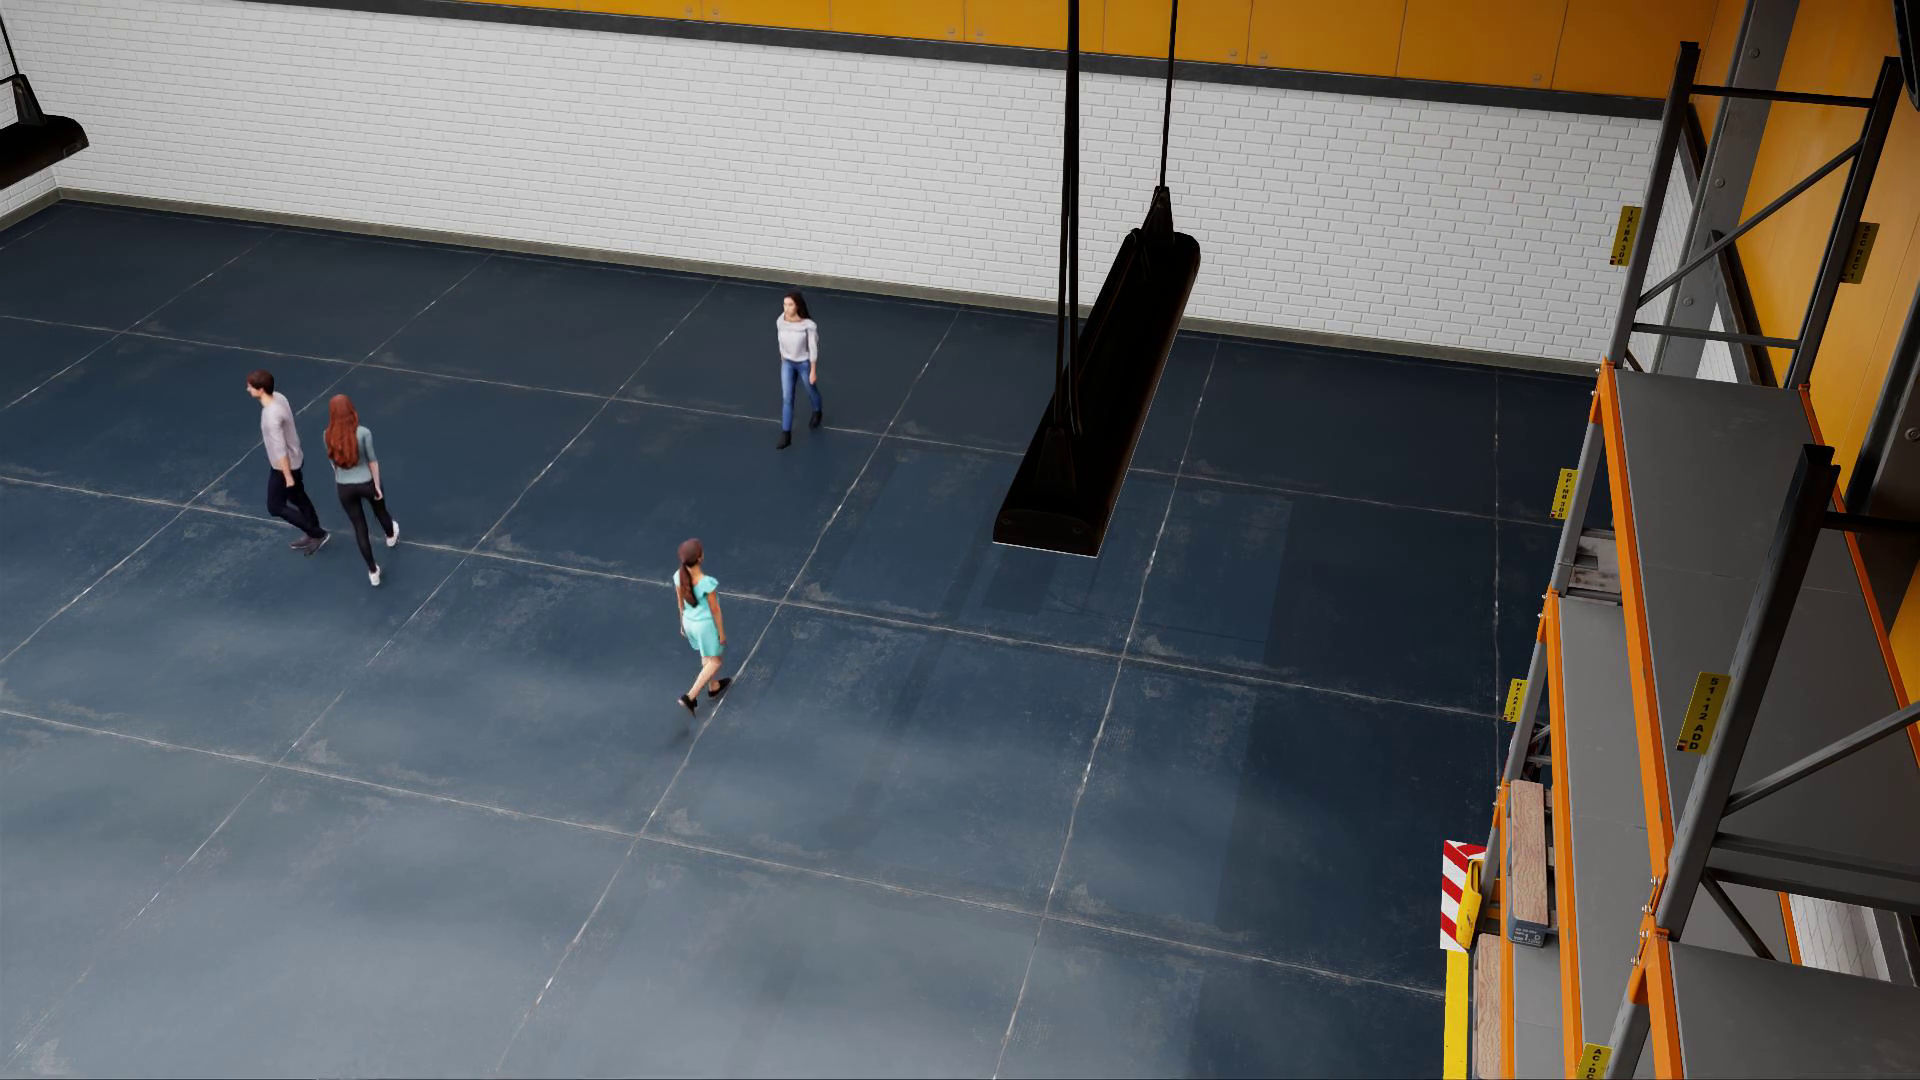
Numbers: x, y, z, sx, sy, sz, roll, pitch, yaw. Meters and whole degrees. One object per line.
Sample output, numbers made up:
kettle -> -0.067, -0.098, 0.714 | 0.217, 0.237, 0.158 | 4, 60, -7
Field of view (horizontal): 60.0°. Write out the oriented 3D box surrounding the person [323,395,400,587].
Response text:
person -> -5.180, -0.387, 14.294 | 0.879, 1.706, 1.109 | -7, 34, -10

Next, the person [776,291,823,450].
person -> -1.541, -1.732, 16.426 | 0.714, 1.585, 1.070 | 13, 36, 19

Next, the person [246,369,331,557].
person -> -5.841, -0.694, 14.642 | 0.869, 1.832, 0.776 | -7, 34, -10

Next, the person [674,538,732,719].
person -> -2.017, 0.691, 12.816 | 0.711, 1.546, 0.962 | 18, 38, 25
